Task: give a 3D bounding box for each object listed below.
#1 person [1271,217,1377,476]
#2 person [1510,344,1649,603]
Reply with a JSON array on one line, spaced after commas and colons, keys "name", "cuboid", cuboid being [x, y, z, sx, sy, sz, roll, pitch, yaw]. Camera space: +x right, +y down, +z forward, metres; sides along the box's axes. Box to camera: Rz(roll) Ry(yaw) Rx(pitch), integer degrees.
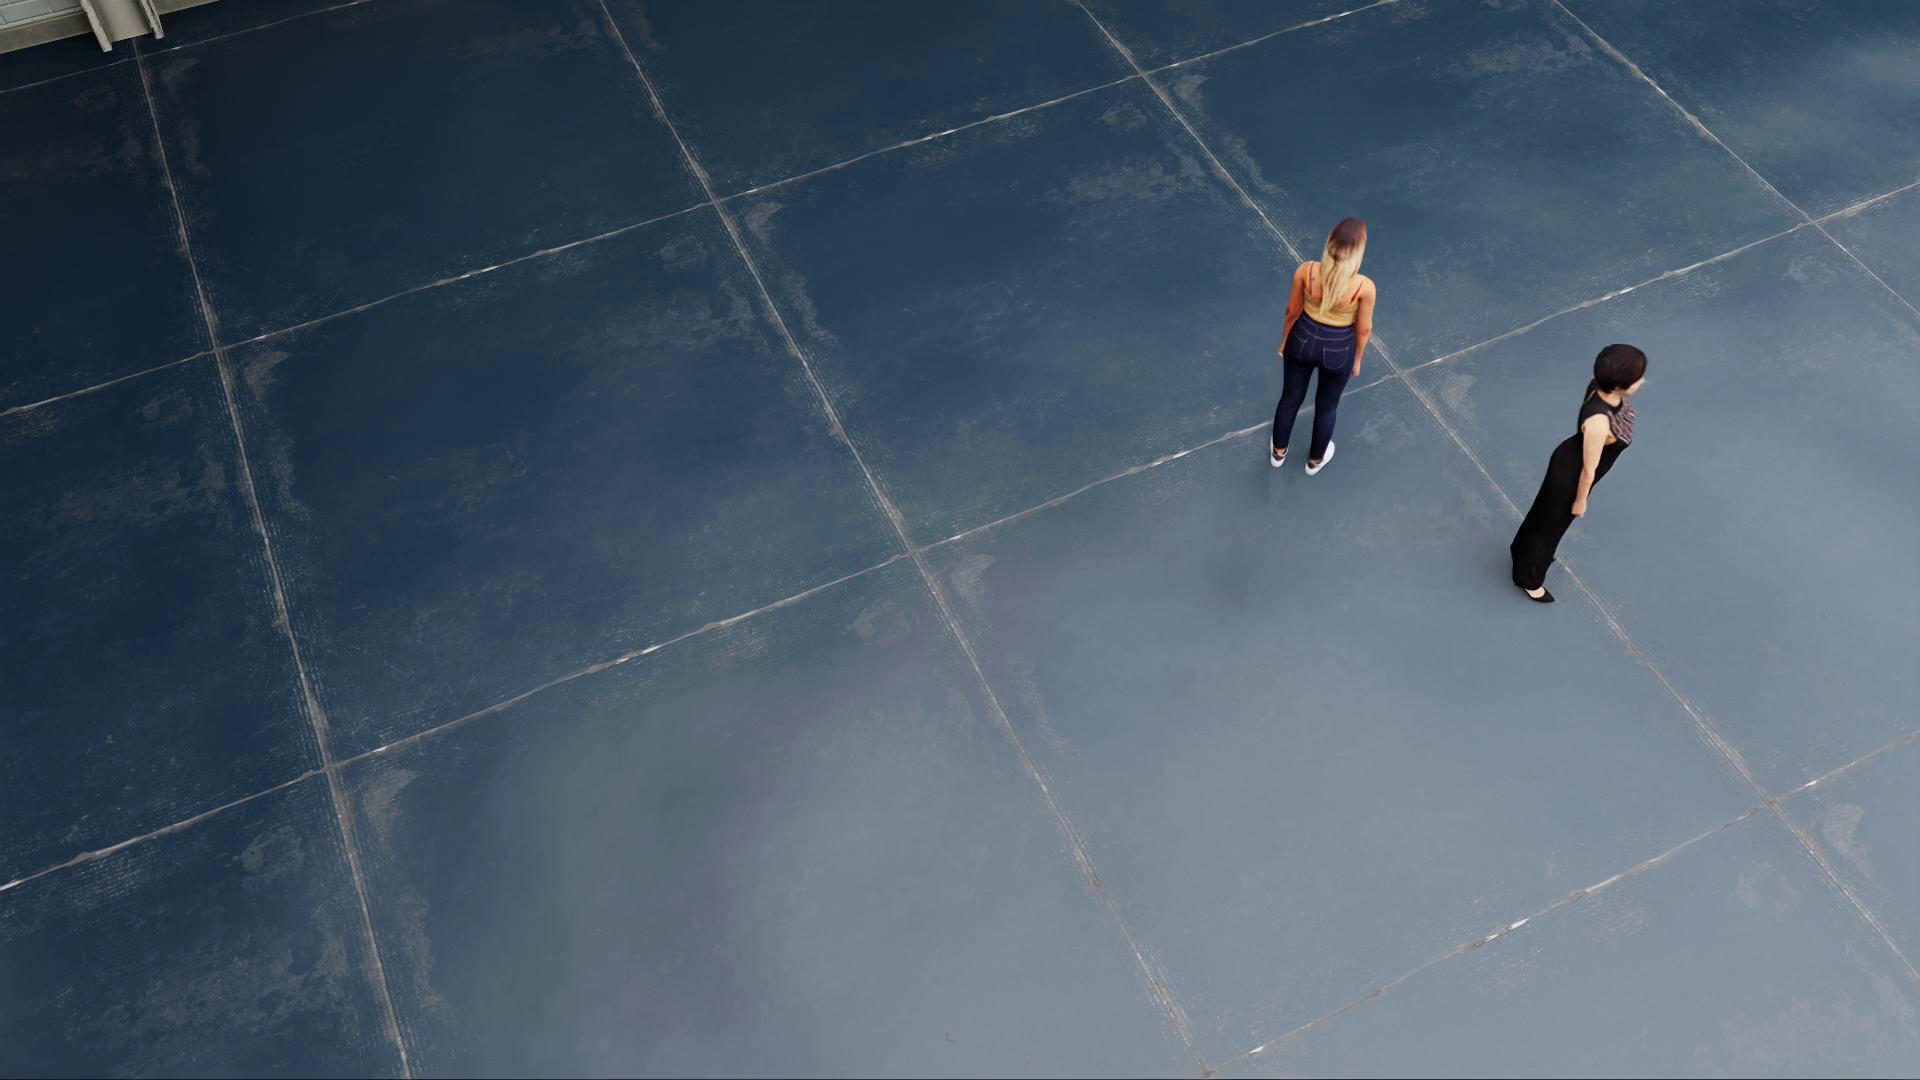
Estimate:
[{"name": "person", "cuboid": [1.803, -0.954, 8.326, 0.644, 1.627, 0.695, 18, 54, 14]}, {"name": "person", "cuboid": [2.896, -0.323, 7.853, 0.692, 1.604, 0.649, 12, 53, 9]}]
